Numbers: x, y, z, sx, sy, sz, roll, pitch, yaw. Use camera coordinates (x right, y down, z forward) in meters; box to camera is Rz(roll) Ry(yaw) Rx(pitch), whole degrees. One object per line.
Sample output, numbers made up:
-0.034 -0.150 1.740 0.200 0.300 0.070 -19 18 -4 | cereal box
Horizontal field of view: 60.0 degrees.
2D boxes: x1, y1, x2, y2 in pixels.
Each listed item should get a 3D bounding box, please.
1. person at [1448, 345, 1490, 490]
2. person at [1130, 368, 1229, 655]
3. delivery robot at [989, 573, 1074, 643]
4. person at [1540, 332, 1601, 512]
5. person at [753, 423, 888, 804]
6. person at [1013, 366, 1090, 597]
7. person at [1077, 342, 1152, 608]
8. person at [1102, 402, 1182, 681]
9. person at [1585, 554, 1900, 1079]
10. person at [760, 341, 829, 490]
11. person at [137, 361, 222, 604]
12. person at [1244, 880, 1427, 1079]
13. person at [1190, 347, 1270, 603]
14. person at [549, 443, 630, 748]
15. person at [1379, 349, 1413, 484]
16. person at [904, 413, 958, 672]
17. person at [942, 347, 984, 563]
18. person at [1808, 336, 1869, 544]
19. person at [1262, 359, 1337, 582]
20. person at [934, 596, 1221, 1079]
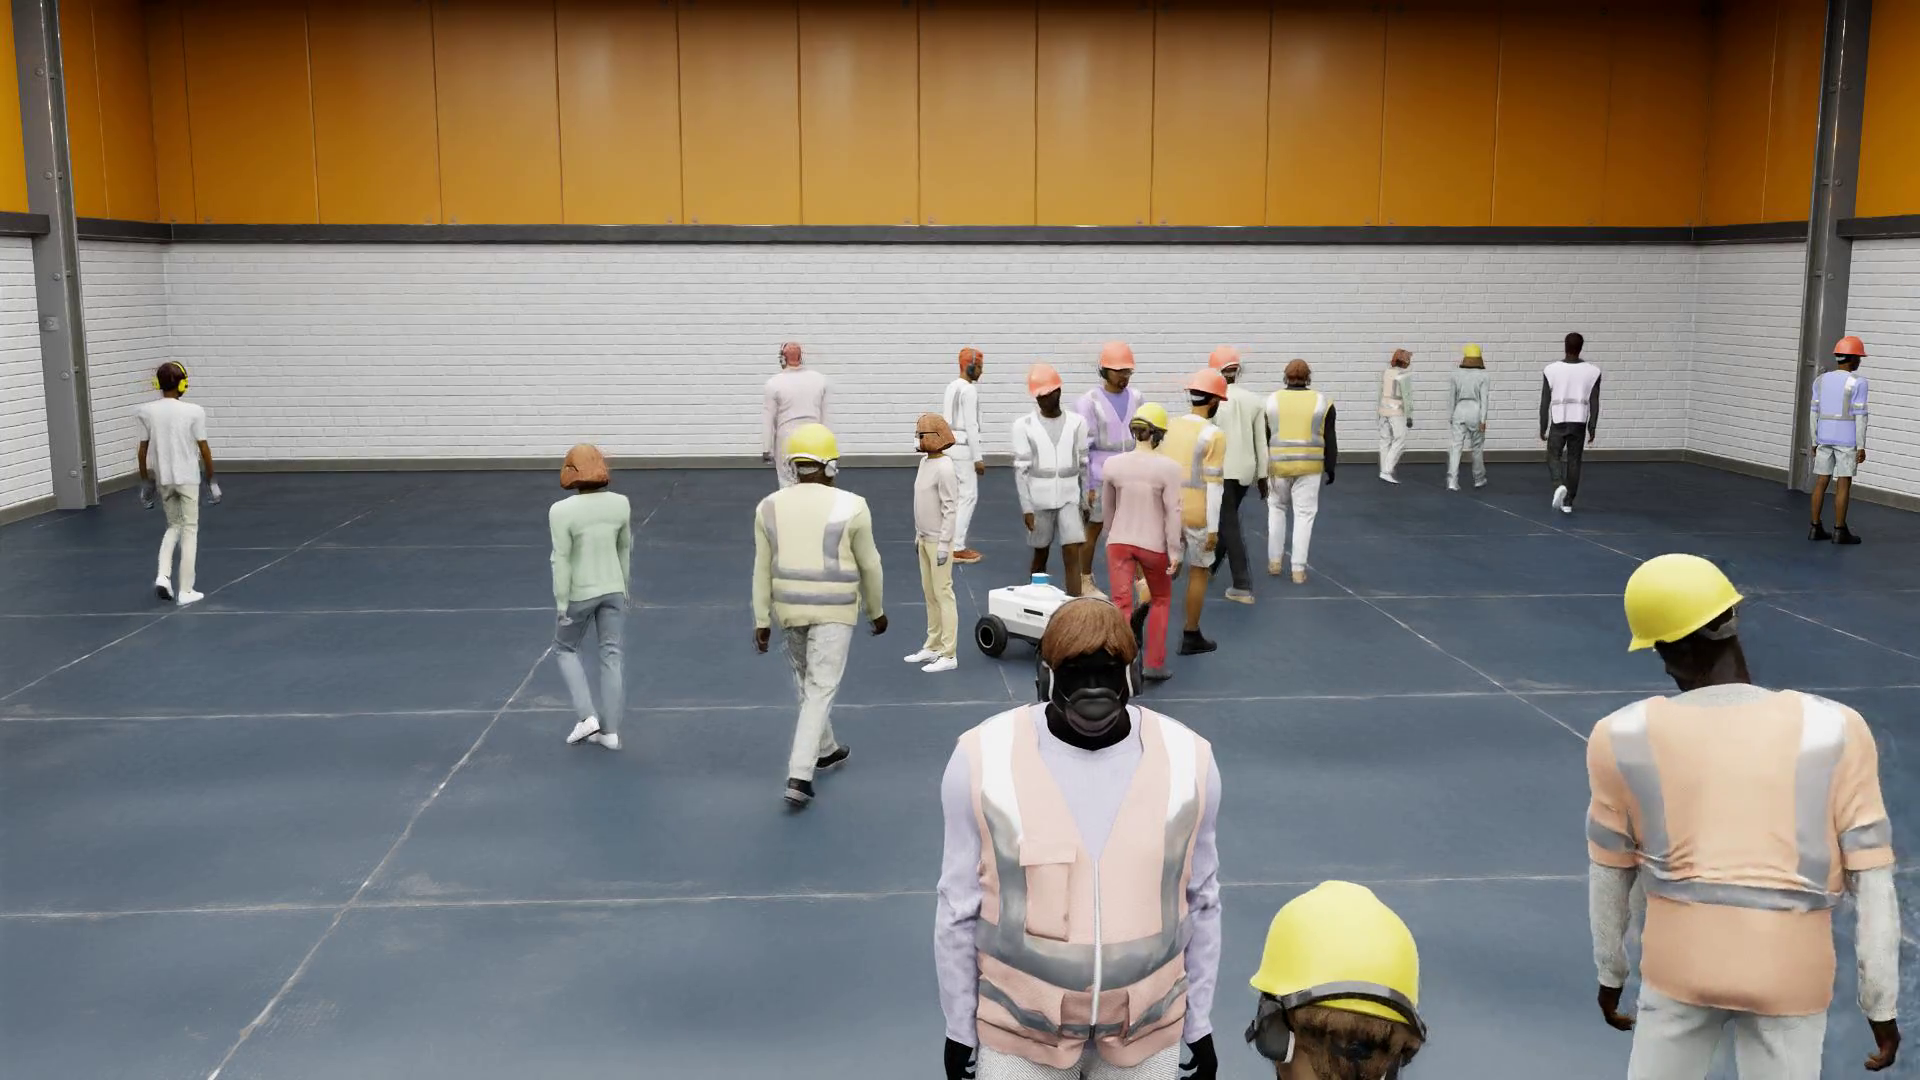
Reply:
5.950 -1.435 19.476 0.492 1.684 0.918 6 11 32 | person
1.414 -0.154 10.765 0.728 1.901 0.604 -8 12 -39 | person
0.515 0.460 10.826 0.477 0.478 0.707 -8 12 -40 | delivery robot
6.392 -1.220 17.443 0.587 1.908 0.572 2 9 12 | person
-0.700 0.341 8.016 0.589 1.796 0.911 4 10 22 | person
0.658 -0.275 11.614 0.577 1.877 0.969 -1 9 -9 | person
1.188 -0.465 12.395 0.660 1.998 1.016 -5 10 -29 | person
1.097 0.039 10.046 0.546 1.727 0.692 4 10 23 | person
1.767 0.982 3.727 0.720 1.879 0.382 5 10 28 | person
-1.550 -0.899 15.474 0.669 1.887 0.418 -6 11 -32 | person
-5.928 -0.433 12.668 0.517 1.851 0.376 0 9 3 | person
0.481 1.307 2.146 0.532 1.721 0.559 -8 12 -40 | person
2.033 -0.528 13.000 0.618 1.931 1.025 -4 10 -25 | person
-1.949 0.299 8.785 0.508 1.621 0.371 -8 12 -40 | person
5.200 -1.484 20.007 0.371 1.622 0.588 -3 9 -17 | person
-0.171 0.013 10.552 0.279 1.633 0.505 -4 10 -21 | person
0.000 -0.737 14.511 0.432 1.868 0.611 -3 10 -18 | person
8.216 -0.929 15.517 0.363 1.934 0.553 -4 10 -25 | person
2.783 -0.585 13.743 0.637 1.820 0.743 2 9 14 | person
0.256 1.027 3.535 0.619 1.845 0.430 -1 9 -5 | person
